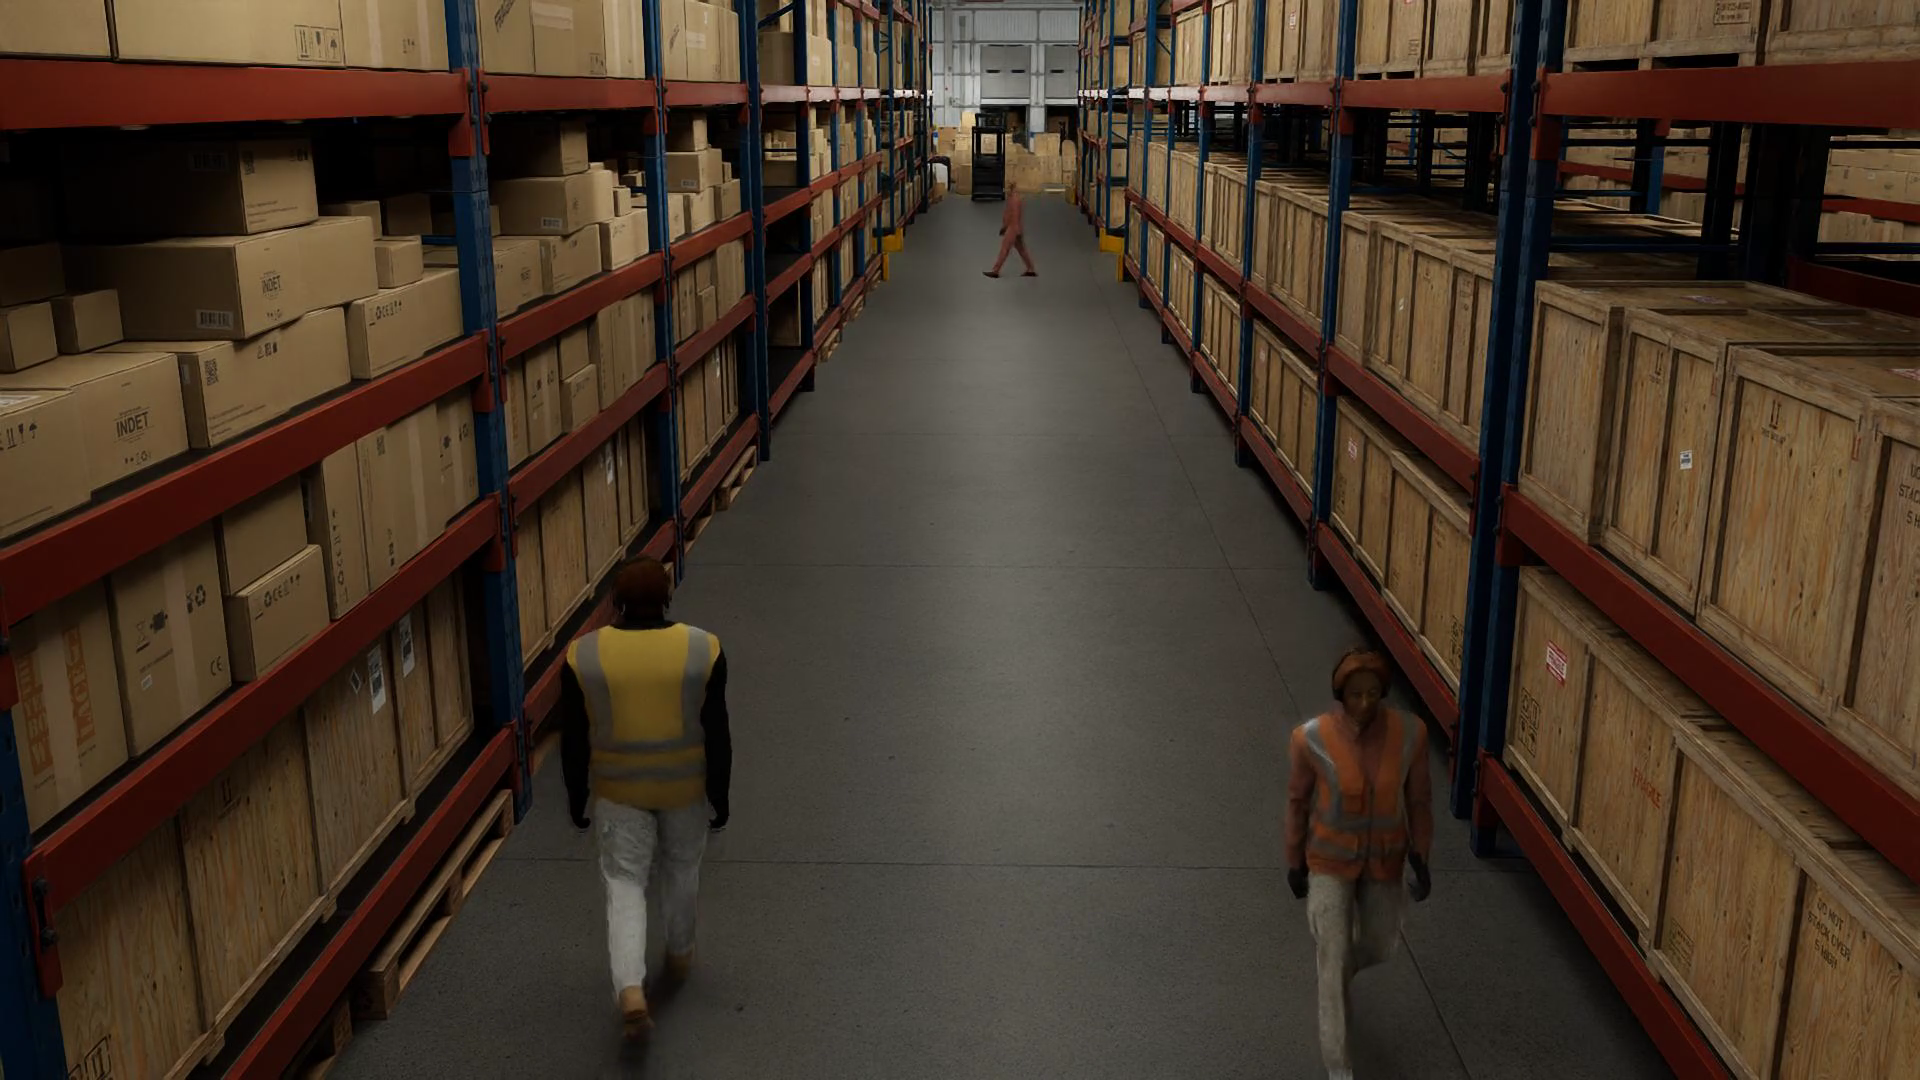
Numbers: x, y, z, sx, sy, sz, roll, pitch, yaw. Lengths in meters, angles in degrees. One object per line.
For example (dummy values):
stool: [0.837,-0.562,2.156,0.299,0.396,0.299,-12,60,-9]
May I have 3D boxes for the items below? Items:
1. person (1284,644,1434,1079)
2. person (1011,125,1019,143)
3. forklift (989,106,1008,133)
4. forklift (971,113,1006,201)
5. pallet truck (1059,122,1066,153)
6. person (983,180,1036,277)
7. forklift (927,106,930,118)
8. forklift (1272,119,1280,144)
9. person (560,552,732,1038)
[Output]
person: [1.400,1.130,5.965,0.516,1.618,0.687,-2,15,-6]
person: [2.728,-19.708,82.936,0.491,1.923,0.656,-8,17,-28]
forklift: [1.901,-20.054,82.405,1.129,2.768,1.873,7,17,24]
forklift: [0.951,-12.674,54.948,1.129,2.768,1.873,0,15,2]
pallet truck: [5.788,-21.111,88.014,1.885,1.965,0.823,5,16,18]
person: [1.007,-5.982,32.014,1.024,1.850,0.646,1,15,2]
forklift: [-1.981,-20.854,85.384,1.129,2.768,1.873,0,15,2]
forklift: [8.284,-9.604,43.525,1.873,2.768,1.129,0,15,2]
person: [-1.181,0.947,6.309,0.636,1.817,0.869,-2,15,-8]
